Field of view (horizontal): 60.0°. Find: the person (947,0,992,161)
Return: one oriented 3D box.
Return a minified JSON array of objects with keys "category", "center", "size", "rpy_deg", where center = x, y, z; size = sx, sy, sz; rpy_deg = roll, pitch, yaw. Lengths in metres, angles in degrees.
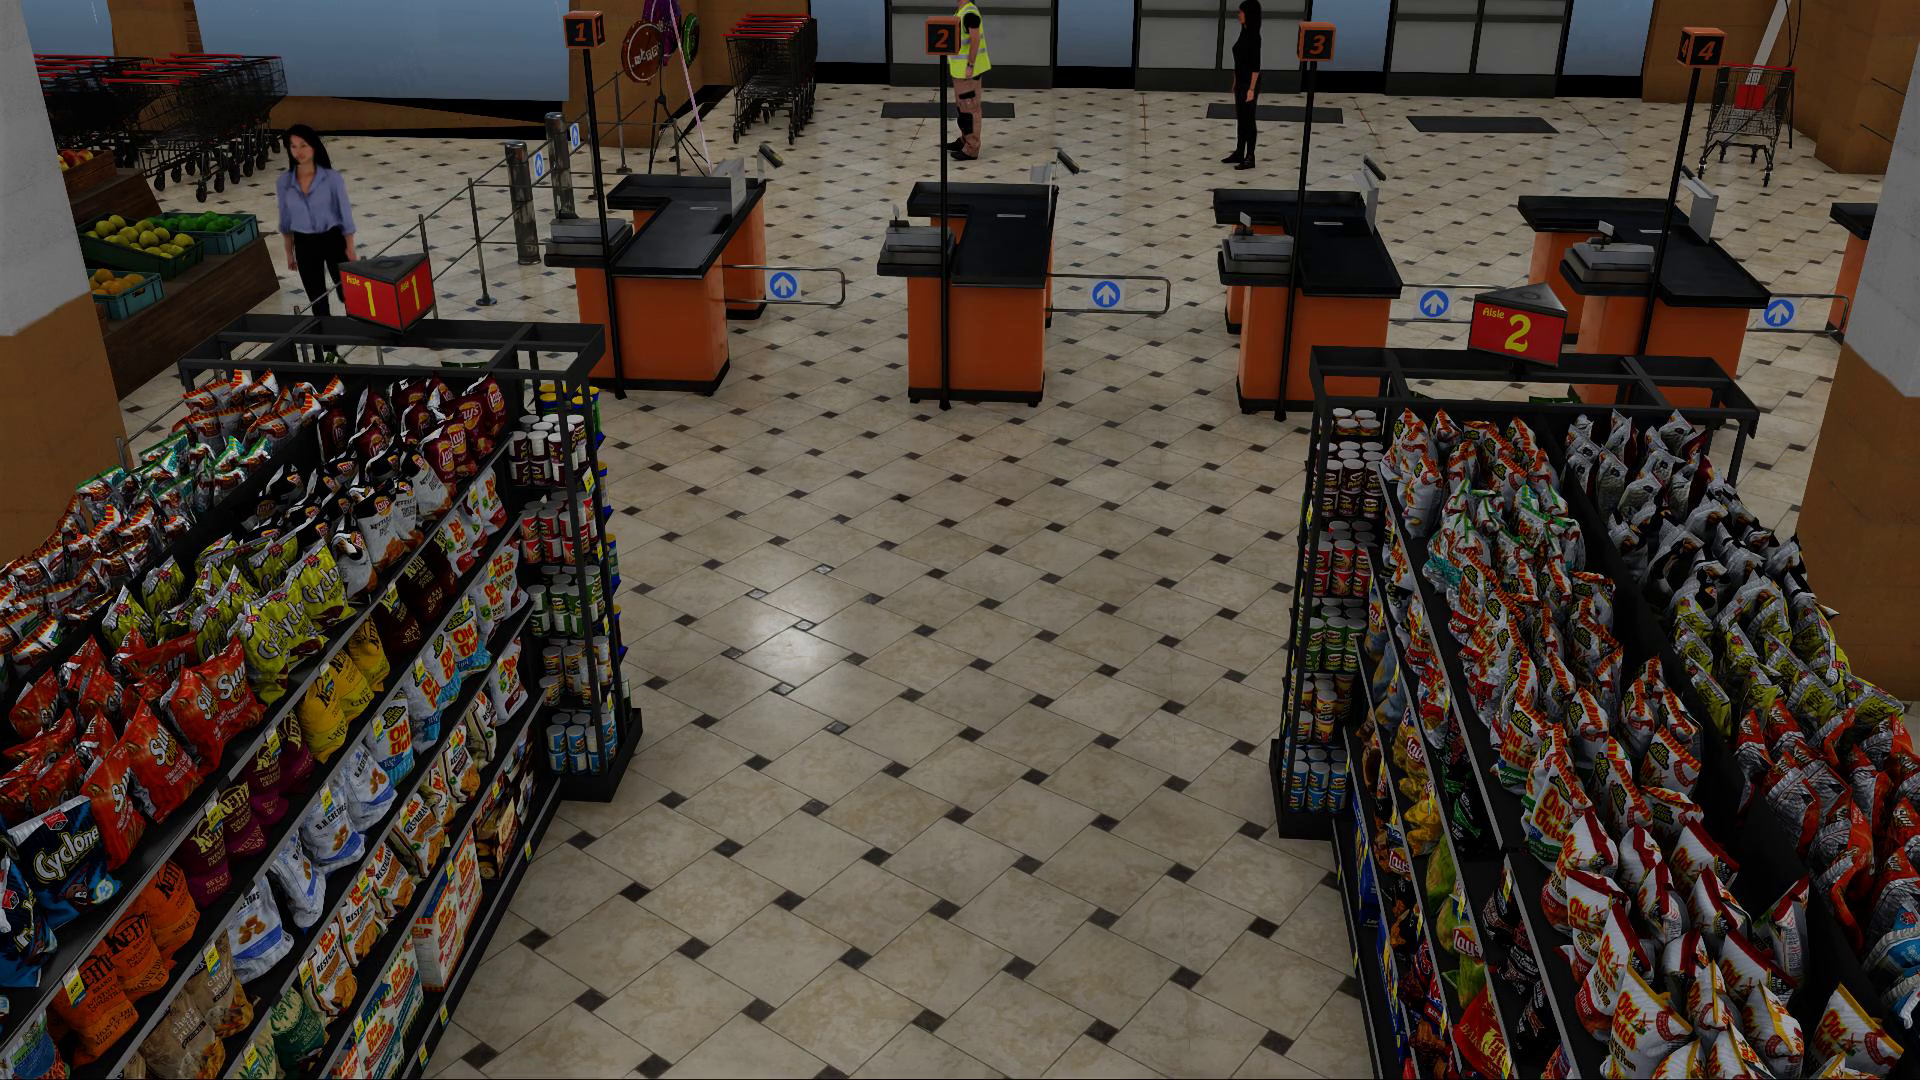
[{"category":"person","center":[0.054,-4.835,16.969],"size":[0.825,1.846,0.728],"rpy_deg":[-4,27,-7]}]

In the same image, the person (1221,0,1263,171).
[{"category":"person","center":[2.883,-4.569,16.669],"size":[0.694,1.641,0.557],"rpy_deg":[-7,28,-14]}]

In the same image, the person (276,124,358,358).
[{"category":"person","center":[-4.395,-2.003,11.524],"size":[0.785,1.720,0.988],"rpy_deg":[-3,27,-6]}]
